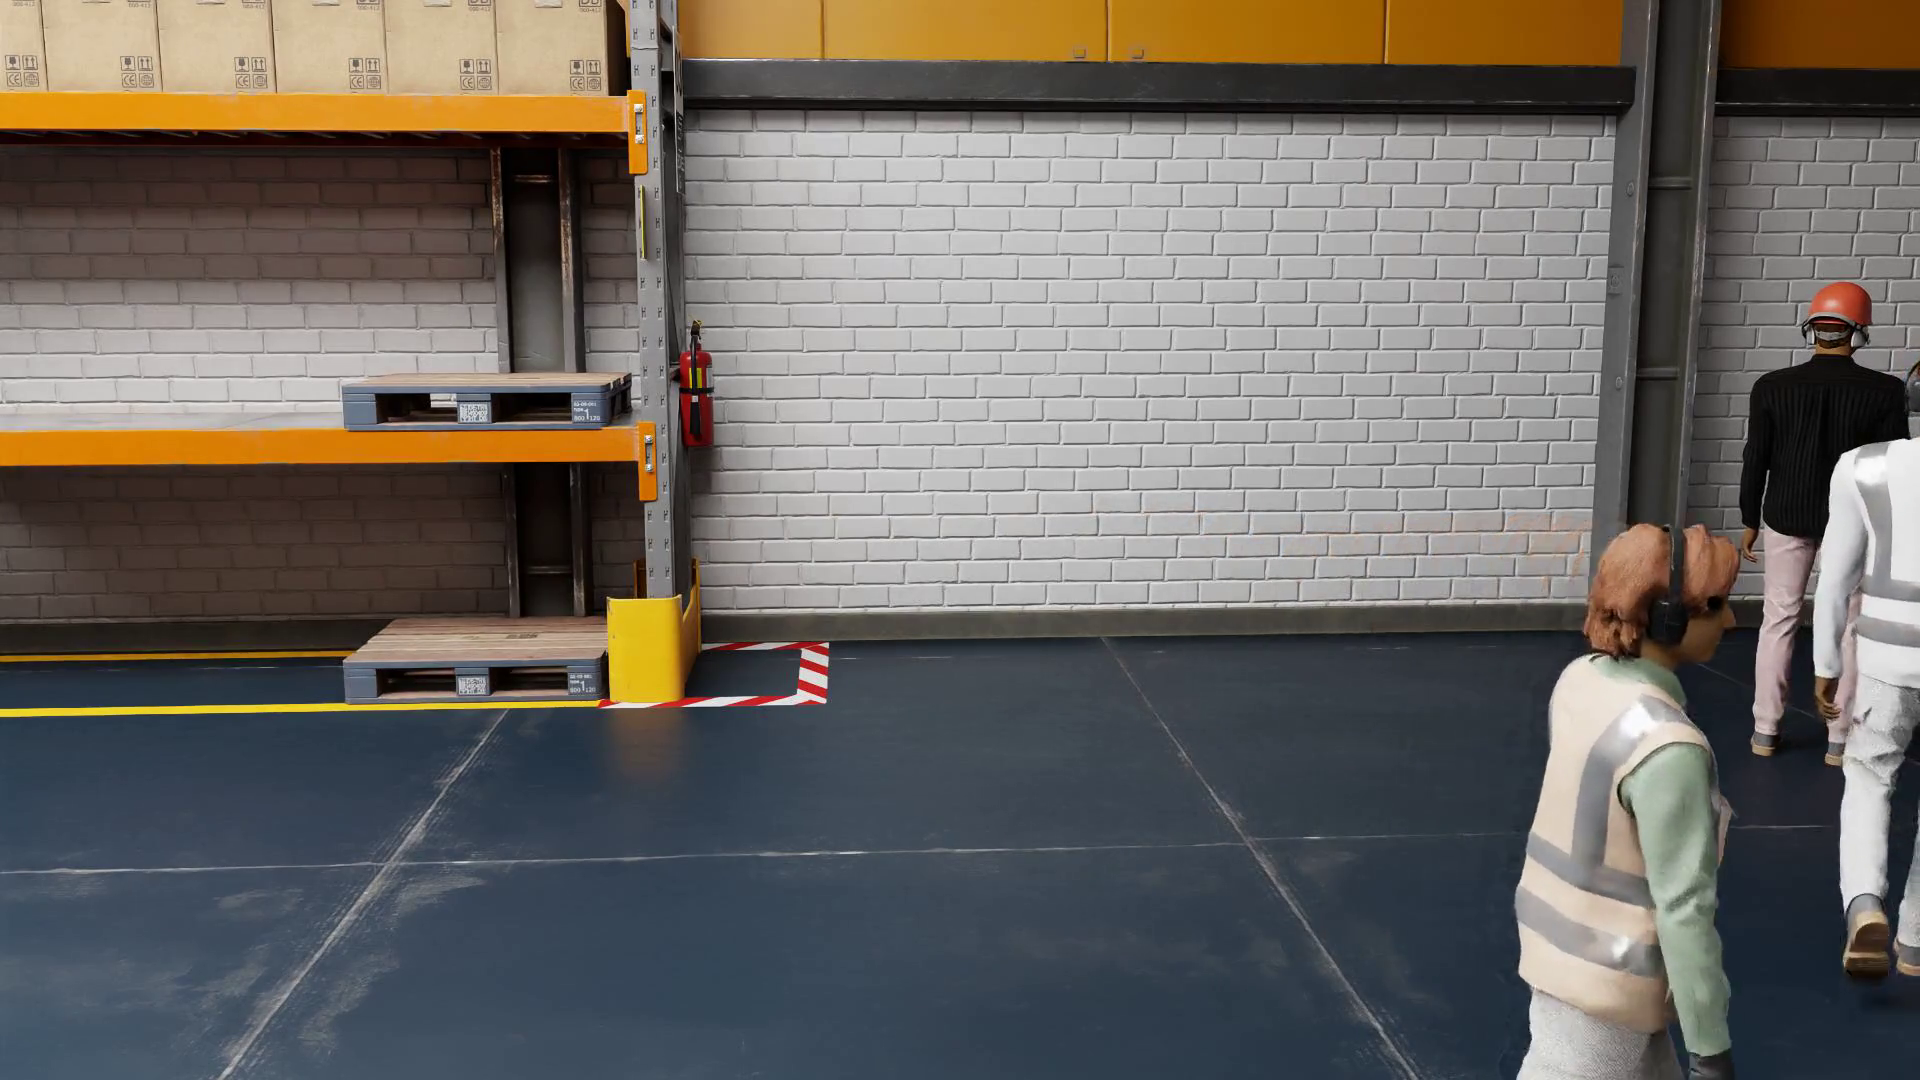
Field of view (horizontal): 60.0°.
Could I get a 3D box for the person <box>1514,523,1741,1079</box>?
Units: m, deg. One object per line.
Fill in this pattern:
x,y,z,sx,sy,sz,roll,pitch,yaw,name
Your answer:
1.208,0.771,2.849,0.834,1.598,0.536,1,9,8,person

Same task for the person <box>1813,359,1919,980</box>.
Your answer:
2.703,0.360,4.641,0.587,1.865,0.633,5,10,30,person

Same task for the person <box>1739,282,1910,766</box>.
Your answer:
3.578,-0.065,6.911,0.624,1.992,0.386,6,11,35,person
